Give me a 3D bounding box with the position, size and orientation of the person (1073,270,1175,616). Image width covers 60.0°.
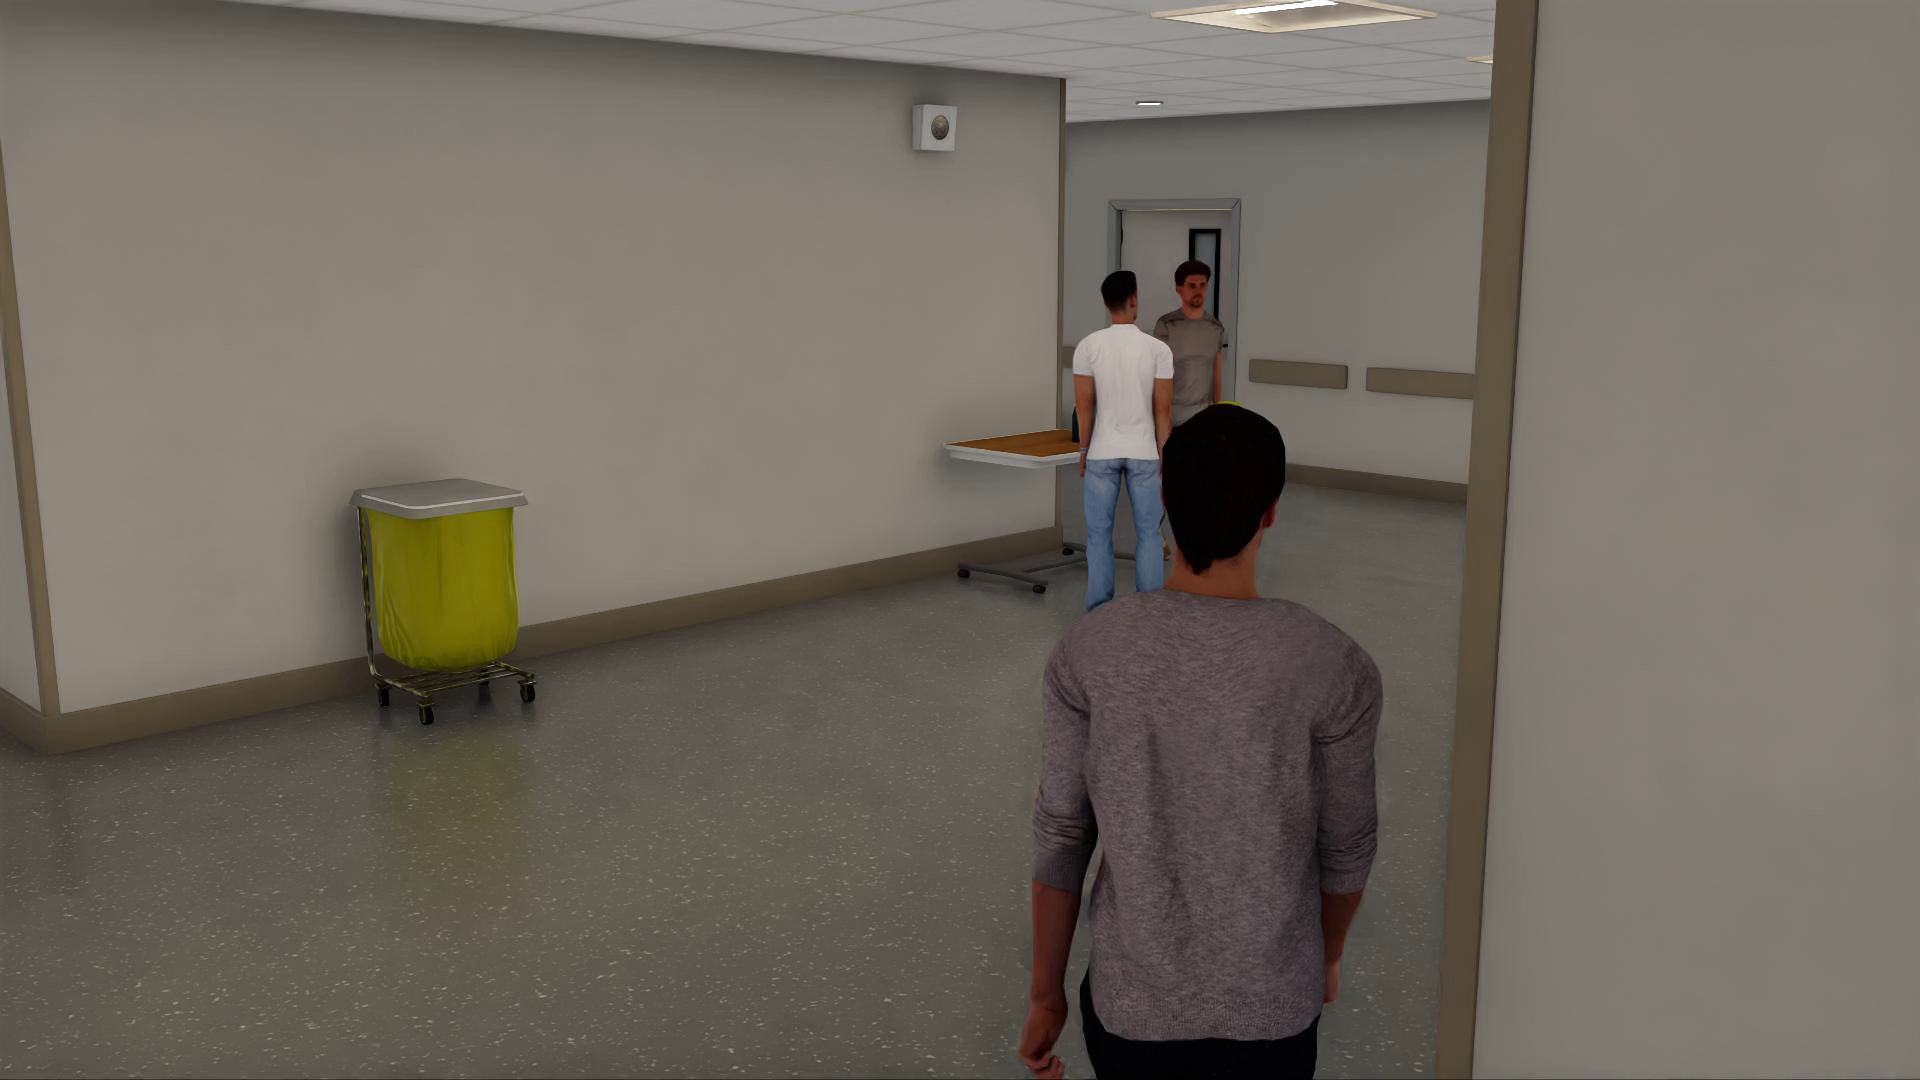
[{"bbox_3d":[0.854,-0.466,8.688,0.723,1.862,0.820,2,11,8],"label":"person"}]

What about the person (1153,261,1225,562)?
[{"bbox_3d":[1.304,-0.680,10.052,1.070,1.773,1.230,-2,11,-9],"label":"person"}]

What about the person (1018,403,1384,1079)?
[{"bbox_3d":[0.336,0.745,2.461,1.142,1.804,1.001,4,12,22],"label":"person"}]
